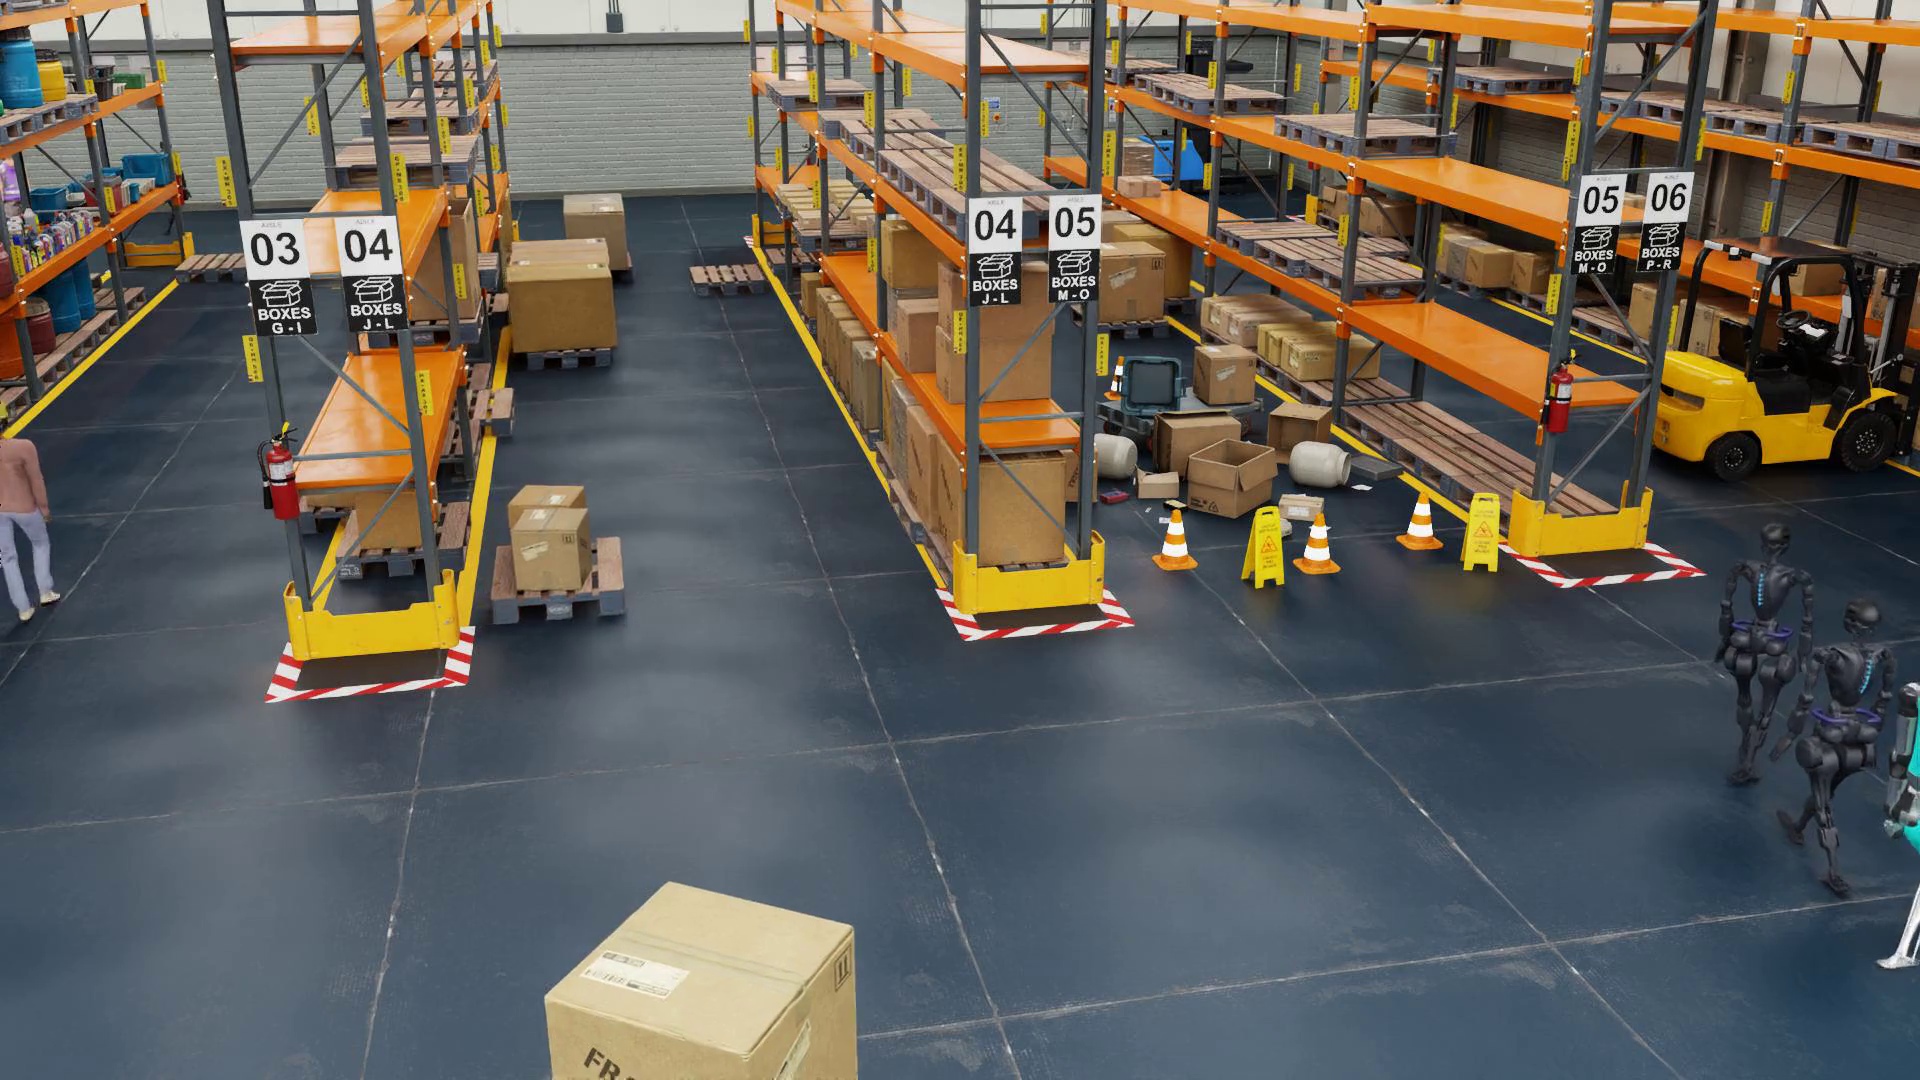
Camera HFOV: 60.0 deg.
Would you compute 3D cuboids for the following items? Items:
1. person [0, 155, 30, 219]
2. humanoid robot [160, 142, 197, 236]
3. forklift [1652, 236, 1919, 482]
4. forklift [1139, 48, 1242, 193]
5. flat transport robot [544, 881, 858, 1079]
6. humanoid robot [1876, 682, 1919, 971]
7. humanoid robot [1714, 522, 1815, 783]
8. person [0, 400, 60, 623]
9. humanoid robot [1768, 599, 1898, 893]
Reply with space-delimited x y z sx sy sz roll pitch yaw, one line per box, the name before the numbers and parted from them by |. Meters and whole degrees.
person | -15.313 -5.497 26.971 0.351 1.688 0.492 19 27 41
humanoid robot | -13.414 -5.979 28.372 0.822 1.622 0.609 7 21 18
forklift | 8.013 -1.814 16.330 2.313 2.155 1.214 -4 21 -12
forklift | 4.566 -8.313 32.860 1.873 2.768 1.129 -4 21 -12
flat transport robot | -1.011 2.734 6.841 1.431 0.231 0.659 -17 26 -39
humanoid robot | 5.090 1.410 8.422 0.902 1.829 0.538 -11 23 -26
humanoid robot | 5.005 0.683 10.345 0.579 1.644 0.599 -18 27 -40
person | -7.266 -0.258 12.757 0.544 1.747 0.599 -7 21 -18
humanoid robot | 4.871 1.097 9.299 0.601 1.627 0.790 -3 21 -7
